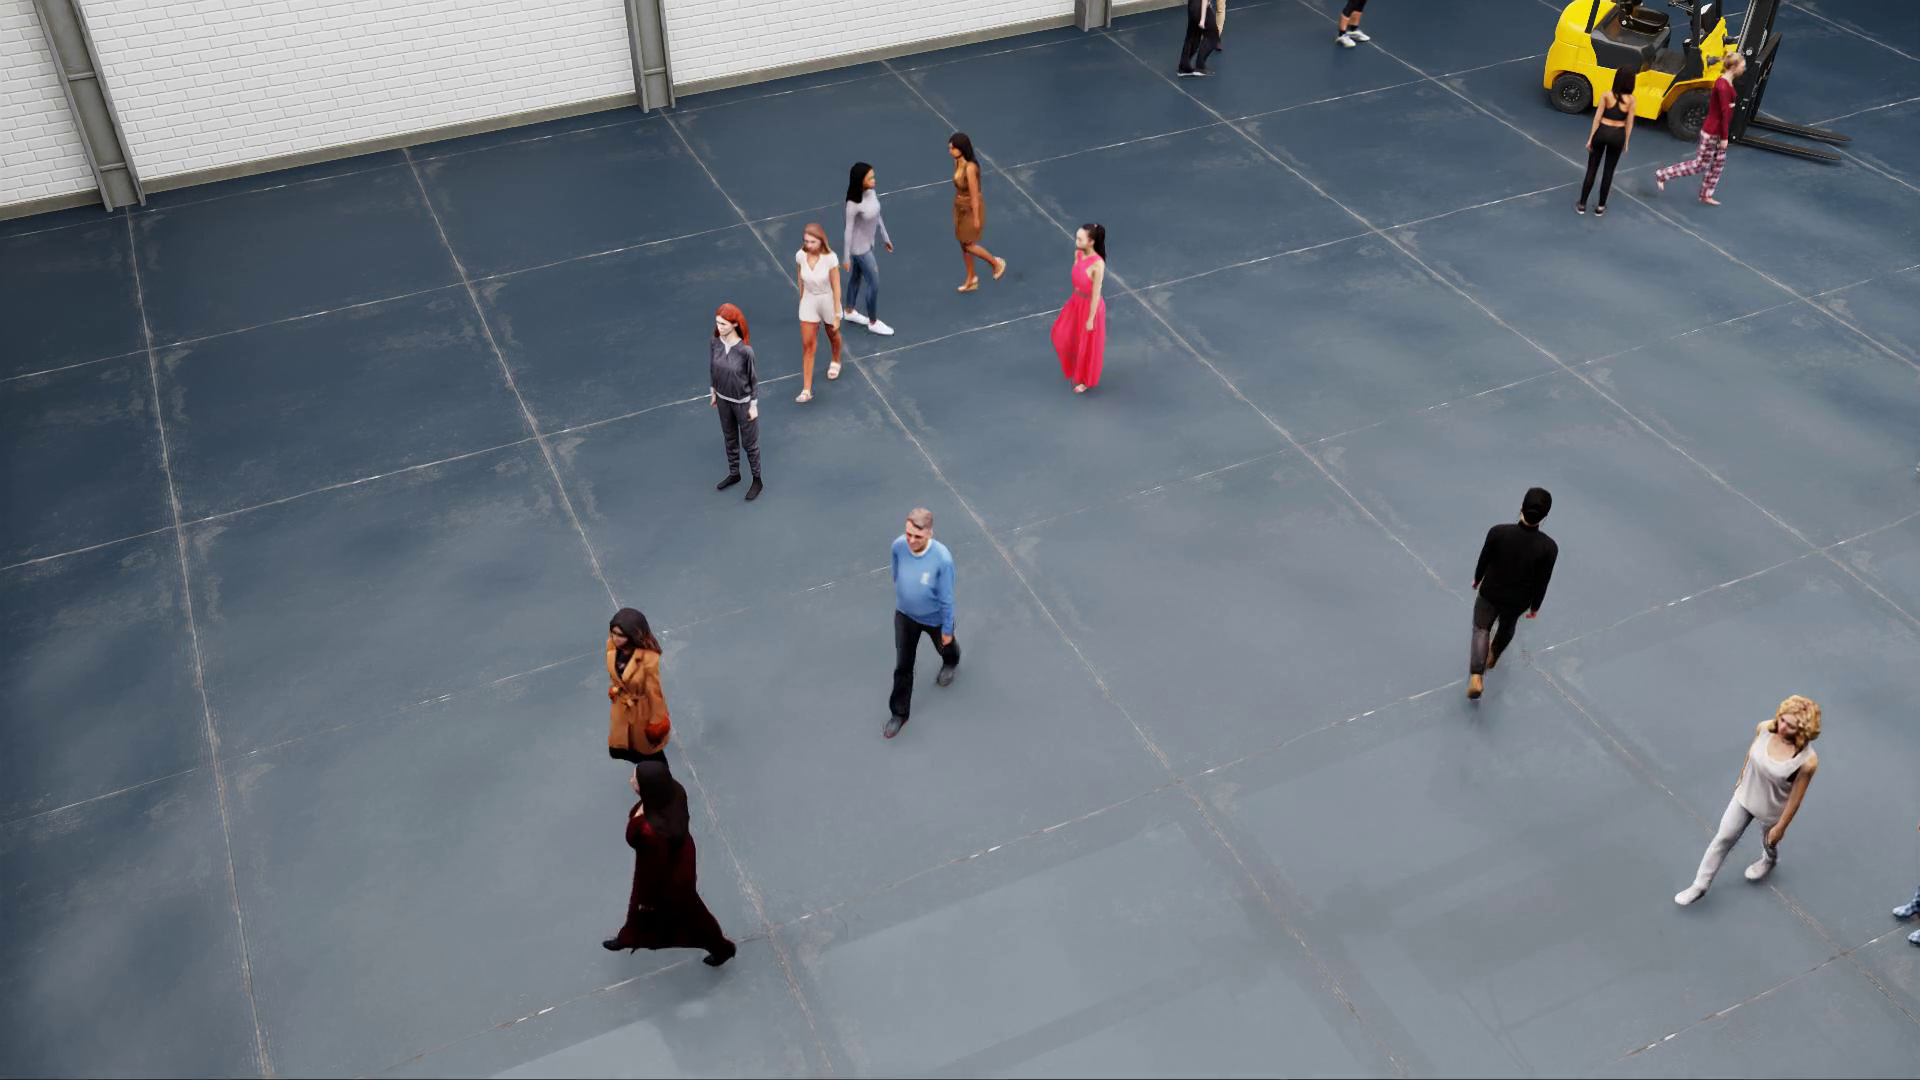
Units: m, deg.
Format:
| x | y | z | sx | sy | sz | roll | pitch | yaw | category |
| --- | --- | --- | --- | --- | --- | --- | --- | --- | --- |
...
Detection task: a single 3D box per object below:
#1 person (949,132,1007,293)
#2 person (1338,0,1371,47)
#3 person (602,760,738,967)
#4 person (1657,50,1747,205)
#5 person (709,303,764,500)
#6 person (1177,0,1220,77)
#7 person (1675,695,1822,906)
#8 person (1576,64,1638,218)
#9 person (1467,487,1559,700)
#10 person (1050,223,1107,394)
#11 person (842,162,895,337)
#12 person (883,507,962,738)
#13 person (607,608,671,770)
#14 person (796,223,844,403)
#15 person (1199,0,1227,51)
| x | y | z | sx | sy | sz | roll | pitch | yaw | category |
| --- | --- | --- | --- | --- | --- | --- | --- | --- | --- |
| 0.166 | -3.186 | 16.202 | 0.783 | 1.664 | 0.636 | -16 | 41 | -19 | person |
| 5.118 | -7.250 | 21.147 | 0.584 | 1.844 | 0.773 | -29 | 47 | -31 | person |
| -1.613 | 1.946 | 9.743 | 1.163 | 1.706 | 0.925 | -3 | 39 | -4 | person |
| 7.926 | -4.359 | 17.657 | 0.992 | 1.681 | 0.978 | 17 | 42 | 20 | person |
| -1.825 | -1.137 | 13.544 | 0.660 | 1.780 | 0.686 | 19 | 42 | 22 | person |
| 2.830 | -6.471 | 20.266 | 0.724 | 1.727 | 0.681 | -11 | 40 | -13 | person |
| 5.025 | 1.590 | 10.248 | 1.071 | 1.632 | 0.649 | -18 | 42 | -21 | person |
| 6.820 | -4.205 | 17.495 | 0.630 | 1.642 | 0.683 | 14 | 41 | 17 | person |
| 3.833 | 0.390 | 11.697 | 1.071 | 1.699 | 1.097 | 10 | 40 | 13 | person |
| 1.187 | -2.052 | 14.742 | 0.720 | 1.715 | 0.638 | -21 | 43 | -24 | person |
| -1.011 | -2.764 | 15.637 | 0.960 | 1.710 | 0.900 | 12 | 40 | 14 | person |
| -0.198 | 0.452 | 11.566 | 1.152 | 1.765 | 1.256 | 16 | 41 | 19 | person |
| -2.011 | 1.073 | 10.832 | 0.835 | 1.711 | 0.858 | 21 | 43 | 24 | person |
| -1.205 | -2.113 | 14.868 | 1.089 | 1.654 | 1.098 | 9 | 39 | 11 | person |
| 3.217 | -7.143 | 21.000 | 0.661 | 1.861 | 0.768 | 6 | 39 | 8 | person |
